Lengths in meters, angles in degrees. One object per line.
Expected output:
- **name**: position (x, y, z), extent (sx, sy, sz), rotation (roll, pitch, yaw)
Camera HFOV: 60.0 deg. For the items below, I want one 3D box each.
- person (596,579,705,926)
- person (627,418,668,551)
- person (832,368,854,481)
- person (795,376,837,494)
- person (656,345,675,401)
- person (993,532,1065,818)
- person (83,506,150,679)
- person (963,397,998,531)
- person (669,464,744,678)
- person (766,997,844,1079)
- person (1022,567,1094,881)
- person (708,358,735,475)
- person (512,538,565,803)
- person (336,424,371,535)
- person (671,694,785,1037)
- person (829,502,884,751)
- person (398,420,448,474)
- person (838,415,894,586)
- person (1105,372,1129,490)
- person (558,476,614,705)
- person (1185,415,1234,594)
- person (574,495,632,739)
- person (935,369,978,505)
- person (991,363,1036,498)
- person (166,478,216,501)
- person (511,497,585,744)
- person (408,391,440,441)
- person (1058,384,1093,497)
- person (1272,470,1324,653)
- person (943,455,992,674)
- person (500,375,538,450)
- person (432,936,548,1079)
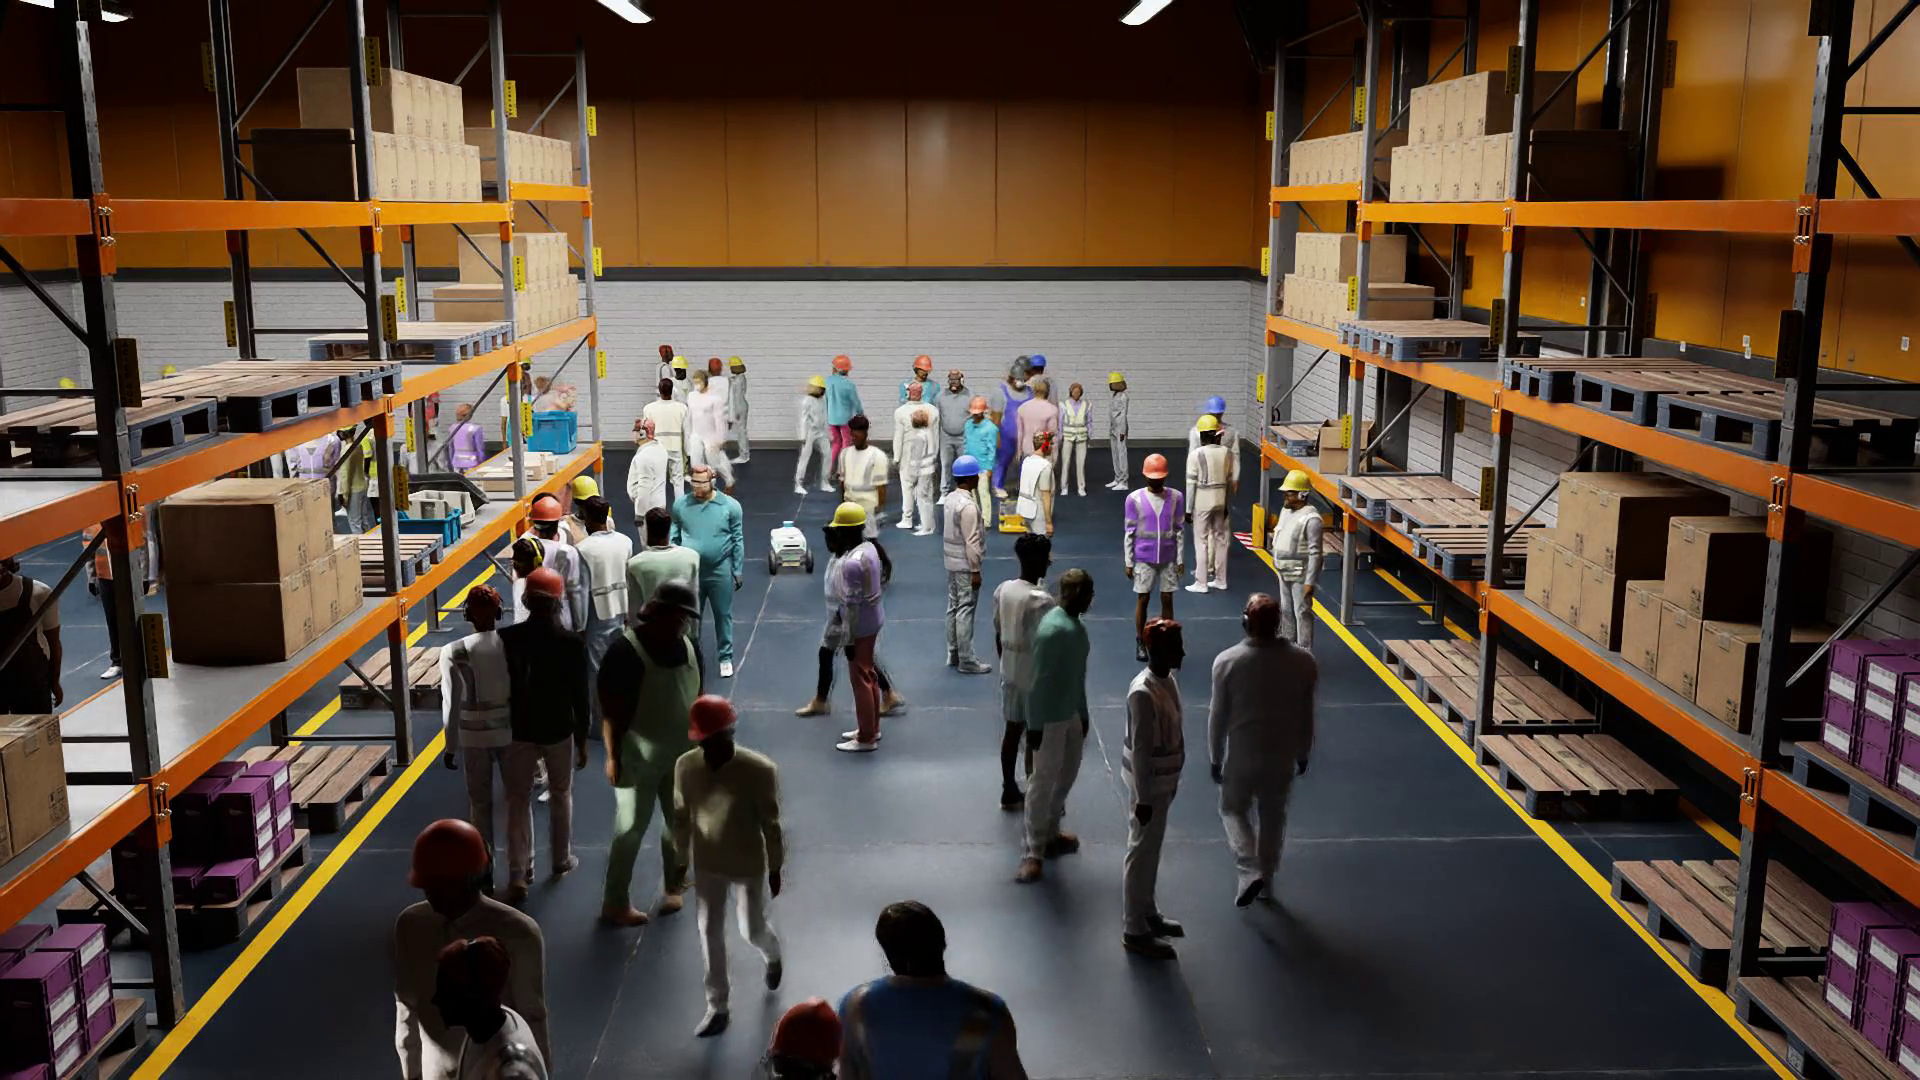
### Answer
- **person**: position (-1.764, 1.182, 9.704), extent (0.546, 2.000, 0.738), rotation (10, 15, 42)
- **person**: position (-3.341, -0.357, 17.760), extent (0.409, 1.908, 0.639), rotation (1, 11, 6)
- **person**: position (-1.801, -1.771, 25.257), extent (0.335, 1.743, 0.561), rotation (-6, 13, -28)
- **person**: position (-2.068, -1.513, 24.065), extent (0.725, 1.706, 0.534), rotation (8, 14, 35)
- **person**: position (-4.825, -2.269, 27.409), extent (0.356, 1.883, 0.572), rotation (-5, 12, -24)
- **person**: position (0.463, 0.911, 11.263), extent (0.370, 1.960, 0.633), rotation (-8, 14, -35)
- **person**: position (-7.362, 0.284, 14.533), extent (0.581, 1.919, 0.393), rotation (0, 11, 2)
- **person**: position (0.230, -0.971, 21.269), extent (0.355, 1.735, 0.582), rotation (-10, 15, -41)
- **person**: position (-2.229, 0.273, 14.609), extent (0.651, 1.904, 0.403), rotation (0, 11, 1)
- **person**: position (-0.469, 2.247, 5.221), extent (0.560, 1.696, 0.920), rotation (2, 12, 11)
- **person**: position (0.595, 1.133, 10.352), extent (0.373, 1.901, 0.776), rotation (5, 12, 21)
- **person**: position (-3.709, -1.855, 25.490), extent (0.584, 1.864, 0.909), rotation (-10, 15, -42)
- **person**: position (-2.941, 0.895, 11.576), extent (0.514, 1.871, 0.327), rotation (9, 14, 37)
- **person**: position (-6.989, -0.552, 19.109), extent (0.341, 1.761, 0.525), rotation (0, 11, 0)
- **person**: position (-1.163, 1.593, 8.422), extent (0.589, 1.735, 0.592), rotation (4, 12, 18)
- **person**: position (-0.792, 0.656, 12.668), extent (0.399, 1.919, 0.582), rotation (2, 11, 11)
- **person**: position (-6.271, -0.586, 19.418), extent (0.613, 1.703, 0.829), rotation (0, 11, 2)
- **person**: position (-1.022, -0.379, 17.784), extent (0.622, 1.942, 0.727), rotation (8, 14, 35)
- **person**: position (2.306, -1.610, 24.490), extent (0.324, 1.732, 0.490), rotation (-4, 12, -18)
- **person**: position (-3.102, 0.414, 13.838), extent (0.586, 1.928, 0.380), rotation (-10, 15, -42)
- **person**: position (2.665, -0.389, 17.910), extent (0.583, 1.917, 0.404), rotation (-7, 13, -30)
- **person**: position (-2.772, 0.596, 12.988), extent (0.398, 1.909, 0.600), rotation (6, 13, 28)
- **person**: position (-0.061, -1.416, 23.072), extent (0.651, 1.906, 0.403), rotation (2, 11, 11)
- **person**: position (0.770, -1.551, 23.411), extent (0.725, 2.000, 1.025), rotation (-3, 12, -17)
- **person**: position (-8.213, -0.231, 17.838), extent (0.517, 1.617, 0.533), rotation (-4, 12, -20)
- **person**: position (-3.150, 0.626, 12.795), extent (0.547, 1.926, 0.408), rotation (3, 12, 13)
- **person**: position (-8.432, -1.923, 26.140), extent (0.533, 1.697, 0.319), rotation (1, 11, 5)
- **person**: position (1.653, -1.423, 23.897), extent (0.538, 1.632, 0.575), rotation (-1, 11, -6)
- **person**: position (2.965, 0.287, 14.711), extent (0.404, 1.834, 0.591), rotation (-4, 12, -17)
- **person**: position (0.043, 0.213, 14.791), extent (0.380, 1.951, 0.605), rotation (-4, 12, -19)
- **person**: position (-6.095, -1.388, 23.082), extent (0.506, 1.847, 0.345), rotation (-4, 12, -21)
- **person**: position (-1.443, 2.145, 5.310), extent (0.368, 1.877, 0.581), rotation (-5, 12, -24)
